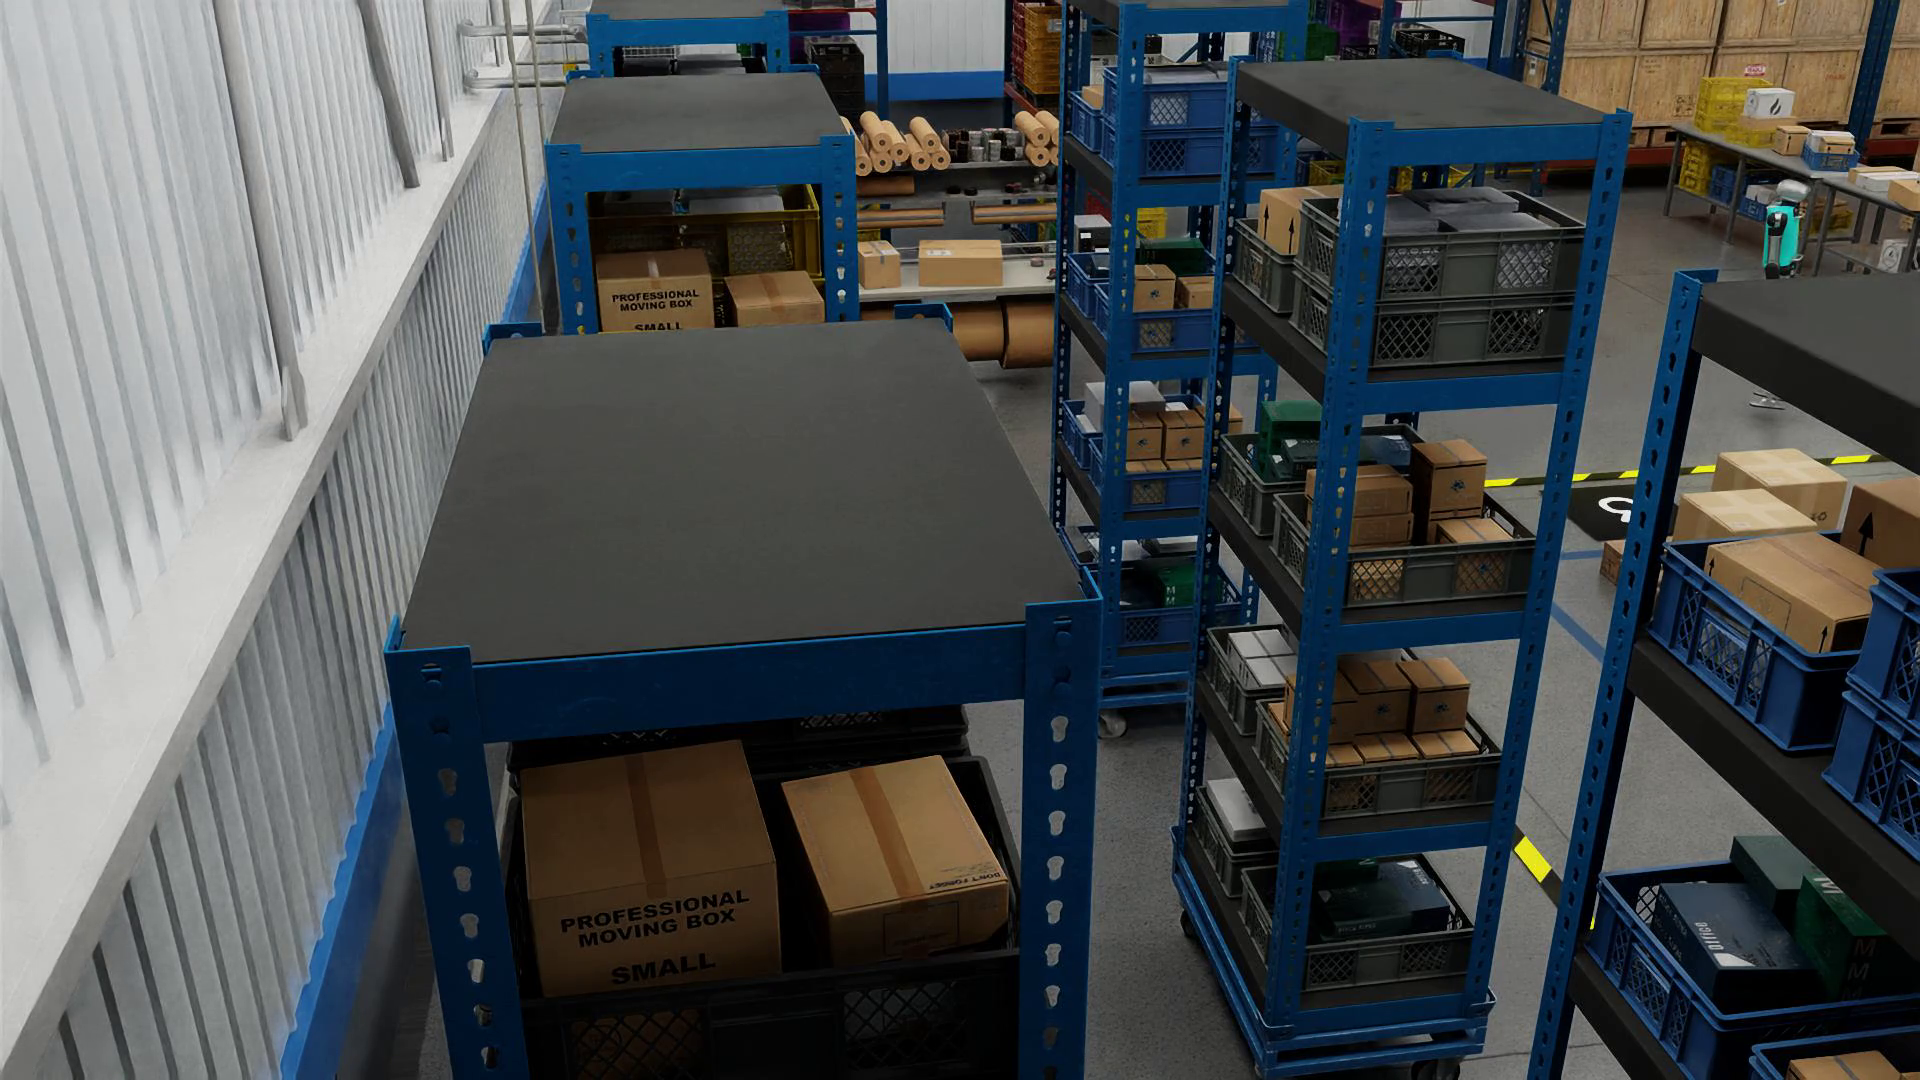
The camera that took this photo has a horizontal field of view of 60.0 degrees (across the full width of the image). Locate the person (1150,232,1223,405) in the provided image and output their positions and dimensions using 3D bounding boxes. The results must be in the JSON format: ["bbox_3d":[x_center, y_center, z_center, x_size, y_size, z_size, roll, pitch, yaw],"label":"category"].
[{"bbox_3d":[1.474,-1.091,10.776,0.588,1.852,0.370,-4,25,-9],"label":"person"}]

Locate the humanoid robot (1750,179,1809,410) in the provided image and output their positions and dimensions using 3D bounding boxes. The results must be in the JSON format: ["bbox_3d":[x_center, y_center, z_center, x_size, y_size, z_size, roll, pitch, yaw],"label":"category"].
[{"bbox_3d":[6.204,-1.773,12.230,0.735,1.681,0.533,16,29,31],"label":"humanoid robot"}]
